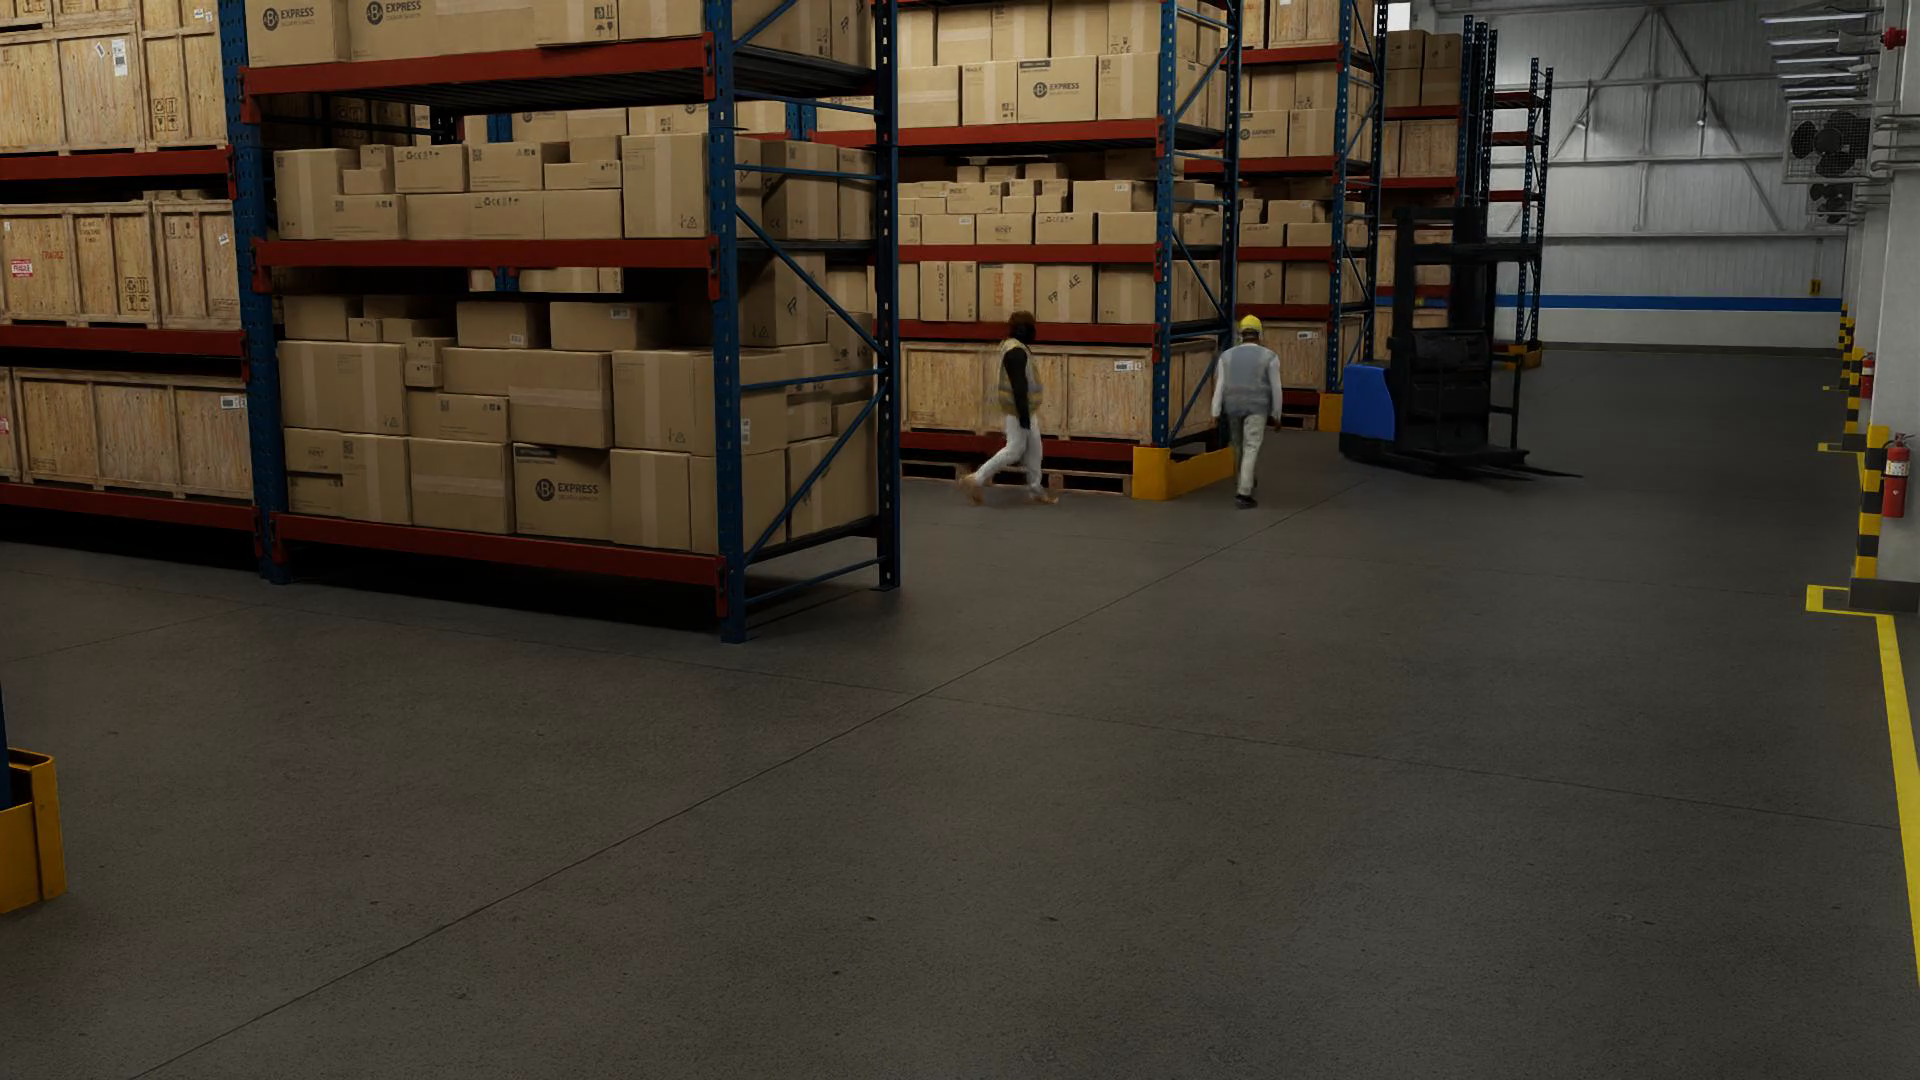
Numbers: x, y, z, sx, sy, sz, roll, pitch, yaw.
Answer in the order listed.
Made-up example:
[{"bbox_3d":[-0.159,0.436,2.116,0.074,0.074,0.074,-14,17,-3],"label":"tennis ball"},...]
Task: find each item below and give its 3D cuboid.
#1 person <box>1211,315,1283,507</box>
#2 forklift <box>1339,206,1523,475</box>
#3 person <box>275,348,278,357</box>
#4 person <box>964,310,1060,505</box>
[{"bbox_3d":[2.699,-1.207,15.522,0.610,1.765,1.042,6,11,30],"label":"person"},{"bbox_3d":[5.102,-2.211,18.048,1.129,2.768,1.873,-4,11,-21],"label":"forklift"},{"bbox_3d":[-6.989,-1.487,16.779,1.019,1.887,0.554,1,10,5],"label":"person"},{"bbox_3d":[0.483,-1.198,15.267,0.804,1.816,0.627,1,10,8],"label":"person"}]
